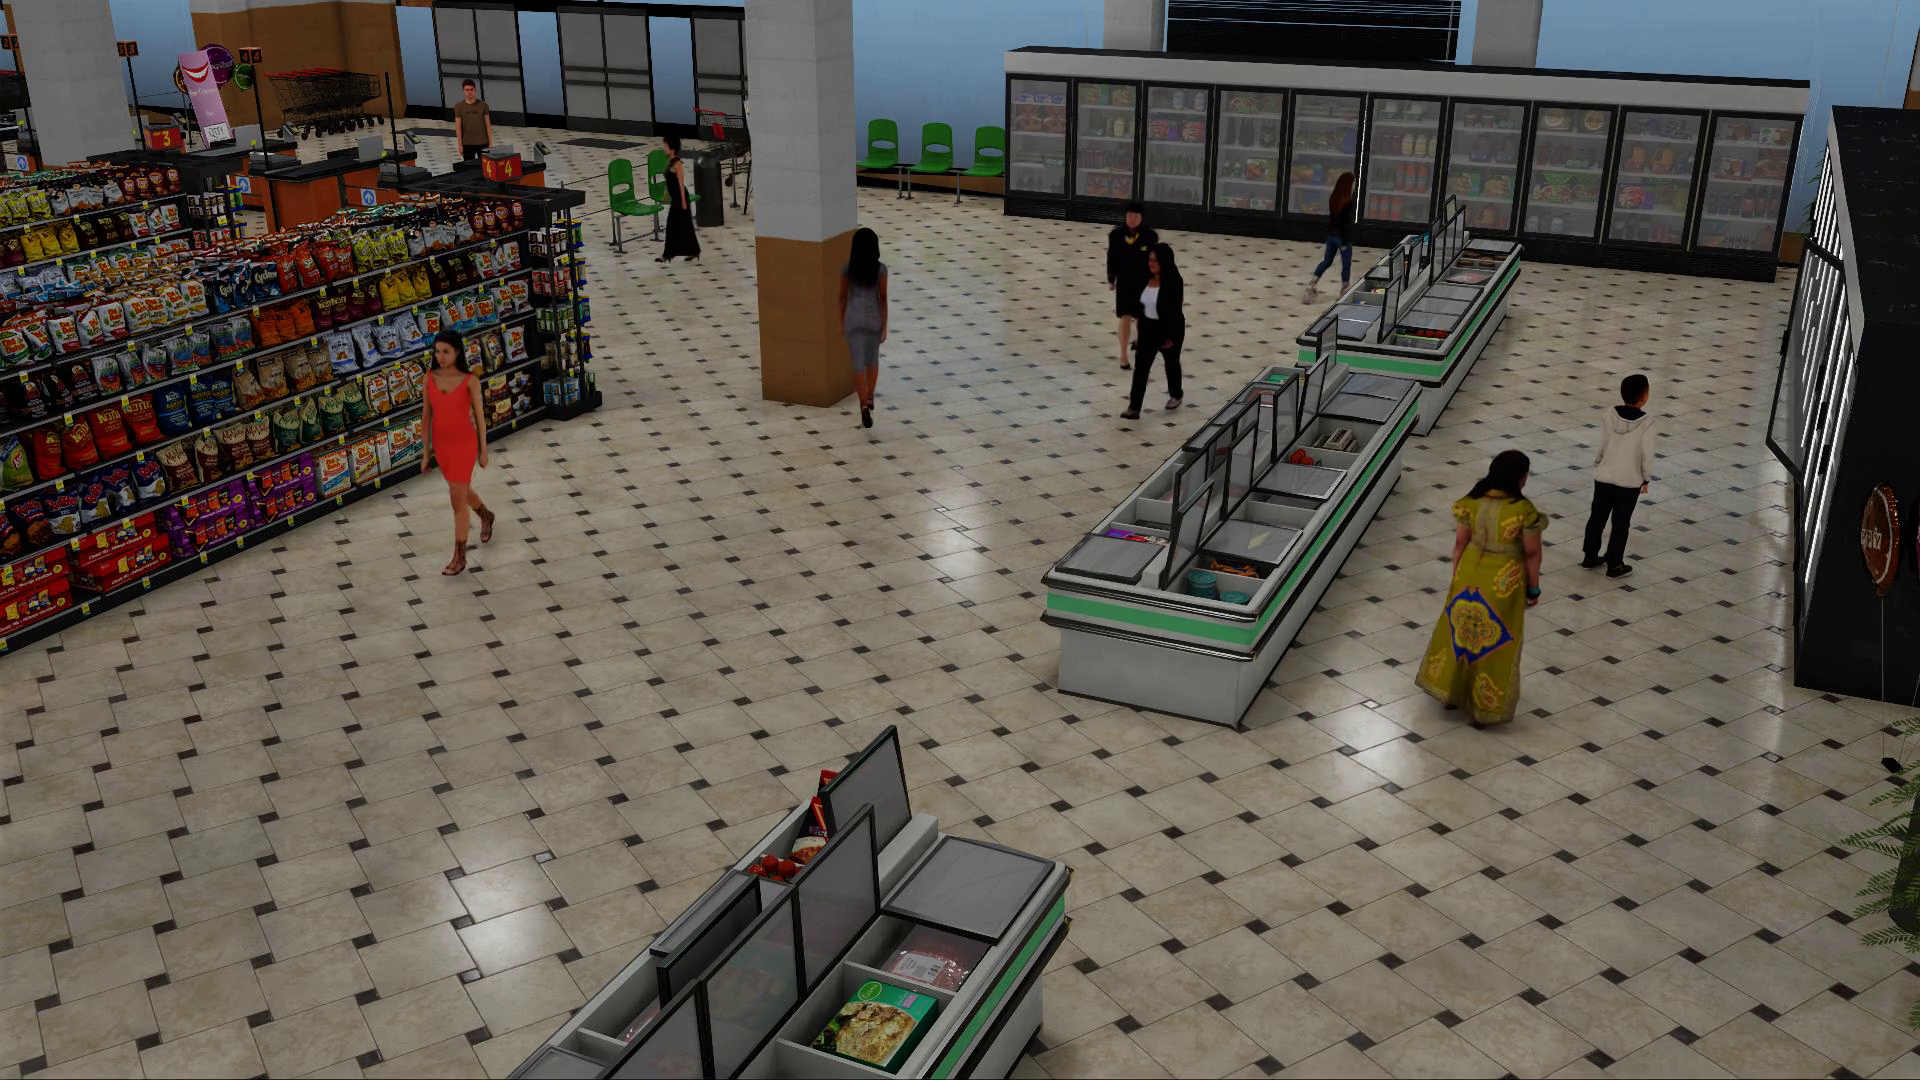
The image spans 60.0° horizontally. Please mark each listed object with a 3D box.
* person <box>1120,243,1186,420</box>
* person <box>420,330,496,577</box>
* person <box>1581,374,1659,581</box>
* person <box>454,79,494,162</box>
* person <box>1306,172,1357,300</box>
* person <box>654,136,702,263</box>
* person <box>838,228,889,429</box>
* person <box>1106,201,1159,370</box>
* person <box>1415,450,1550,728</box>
[{"bbox_3d":[1.860,-1.871,14.971,0.759,1.574,1.134,15,26,32],"label":"person"},{"bbox_3d":[-3.543,-0.657,11.802,0.793,1.684,1.182,4,22,10],"label":"person"},{"bbox_3d":[4.584,-0.446,11.588,0.640,1.452,0.644,-18,28,-37],"label":"person"},{"bbox_3d":[-7.113,-5.816,24.415,0.729,1.851,0.806,-9,24,-22],"label":"person"},{"bbox_3d":[4.297,-3.474,19.120,1.042,1.454,0.884,-14,26,-31],"label":"person"},{"bbox_3d":[-3.459,-4.282,20.967,0.926,1.577,0.883,-6,23,-14],"label":"person"},{"bbox_3d":[-0.840,-1.821,14.617,0.972,1.744,1.180,-3,22,-7],"label":"person"},{"bbox_3d":[1.743,-2.550,16.563,0.805,1.646,1.034,8,23,18],"label":"person"},{"bbox_3d":[3.022,0.288,9.495,0.892,1.650,0.882,18,28,37],"label":"person"}]
